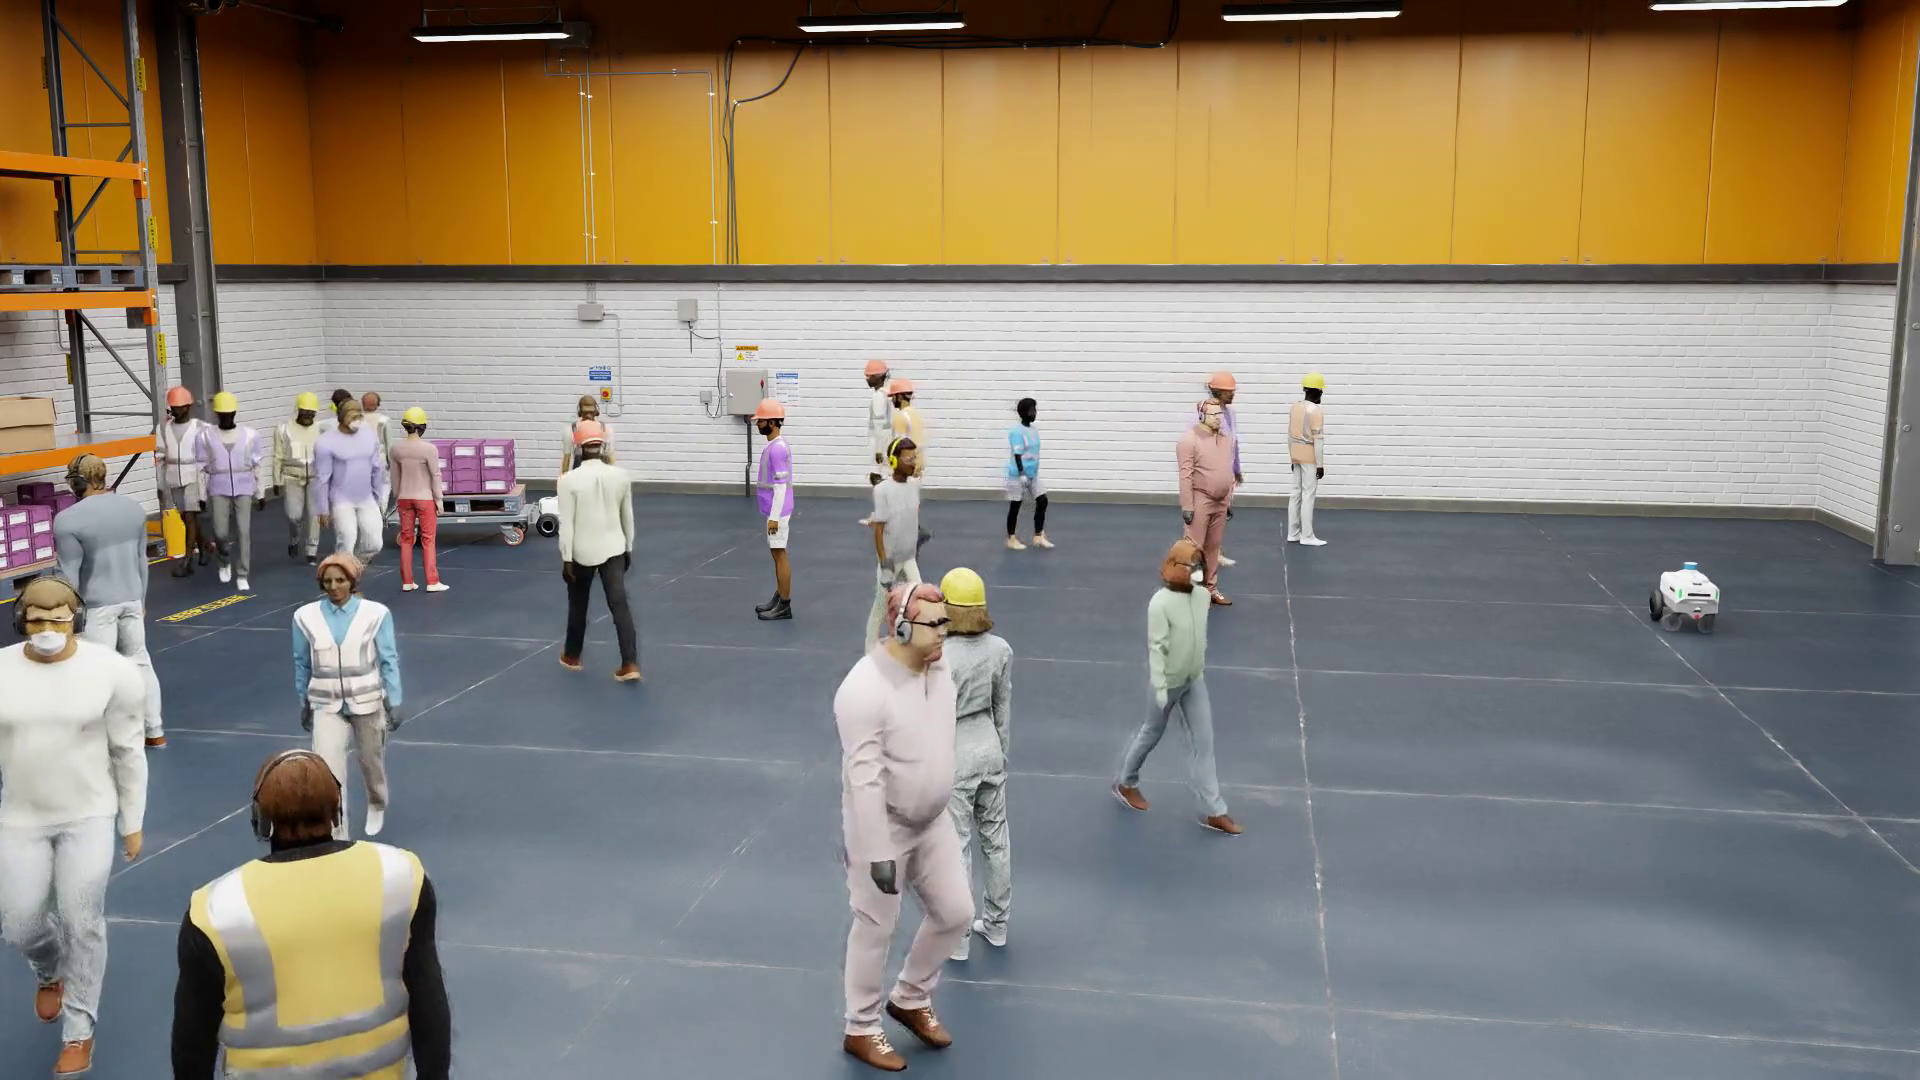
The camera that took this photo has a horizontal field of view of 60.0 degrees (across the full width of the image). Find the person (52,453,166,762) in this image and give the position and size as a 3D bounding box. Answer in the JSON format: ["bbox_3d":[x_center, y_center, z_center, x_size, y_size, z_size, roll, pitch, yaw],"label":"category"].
[{"bbox_3d":[-5.331,0.415,10.380,0.393,1.927,0.642,4,10,23],"label":"person"}]

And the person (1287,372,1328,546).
[{"bbox_3d":[3.881,-0.901,18.513,0.384,1.924,0.593,-3,10,-21],"label":"person"}]

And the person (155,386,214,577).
[{"bbox_3d":[-7.814,-0.619,16.855,0.561,1.909,0.946,0,9,-1],"label":"person"}]

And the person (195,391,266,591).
[{"bbox_3d":[-6.954,-0.471,15.885,0.605,1.912,0.450,-5,10,-27],"label":"person"}]

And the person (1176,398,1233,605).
[{"bbox_3d":[2.241,-0.329,15.027,0.643,1.909,0.410,-8,12,-41],"label":"person"}]

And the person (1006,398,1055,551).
[{"bbox_3d":[0.768,-0.697,18.027,0.647,1.676,0.541,7,11,36],"label":"person"}]

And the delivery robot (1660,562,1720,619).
[{"bbox_3d":[6.220,0.434,14.185,0.477,0.478,0.707,2,9,11],"label":"delivery robot"}]

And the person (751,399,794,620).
[{"bbox_3d":[-1.635,-0.267,14.546,0.357,1.938,0.542,-1,9,-8],"label":"person"}]

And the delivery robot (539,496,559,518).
[{"bbox_3d":[-4.485,-0.377,19.214,0.707,0.478,0.477,-1,9,-4],"label":"delivery robot"}]

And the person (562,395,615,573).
[{"bbox_3d":[-3.738,-0.567,16.793,0.510,1.819,0.440,-4,10,-21],"label":"person"}]

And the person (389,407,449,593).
[{"bbox_3d":[-5.130,-0.376,15.753,0.527,1.768,0.314,2,9,13],"label":"person"}]

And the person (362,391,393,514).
[{"bbox_3d":[-6.977,-0.953,19.780,0.520,1.626,0.362,0,9,0],"label":"person"}]

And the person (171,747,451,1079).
[{"bbox_3d":[-1.756,1.424,4.470,0.658,1.793,0.956,-6,11,-35],"label":"person"}]

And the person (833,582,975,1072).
[{"bbox_3d":[-0.224,1.087,6.313,0.517,1.892,0.638,8,12,39],"label":"person"}]

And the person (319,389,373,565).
[{"bbox_3d":[-6.276,-0.620,17.031,0.606,1.847,0.575,-2,9,-14],"label":"person"}]

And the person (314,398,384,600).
[{"bbox_3d":[-5.463,-0.320,14.921,0.479,1.921,0.654,7,12,38],"label":"person"}]

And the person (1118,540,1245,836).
[{"bbox_3d":[1.188,0.776,9.154,0.510,1.590,0.873,-7,12,-38],"label":"person"}]

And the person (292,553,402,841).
[{"bbox_3d":[-3.179,0.845,8.682,0.526,1.602,0.834,-2,9,-12],"label":"person"}]

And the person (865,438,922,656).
[{"bbox_3d":[-0.391,0.166,12.210,0.953,1.818,0.554,8,12,42],"label":"person"}]

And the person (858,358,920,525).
[{"bbox_3d":[-0.861,-1.143,19.750,0.665,2.025,0.608,1,9,5],"label":"person"}]

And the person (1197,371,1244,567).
[{"bbox_3d":[2.667,-0.725,17.104,0.465,2.028,0.613,6,11,34],"label":"person"}]

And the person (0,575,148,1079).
[{"bbox_3d":[-3.436,1.060,6.371,0.652,1.918,0.561,-3,10,-19],"label":"person"}]

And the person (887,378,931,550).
[{"bbox_3d":[-0.579,-0.765,17.701,0.469,1.914,0.567,4,10,21],"label":"person"}]

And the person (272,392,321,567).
[{"bbox_3d":[-6.784,-0.628,17.204,0.626,1.801,0.467,-5,10,-28],"label":"person"}]

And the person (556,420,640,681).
[{"bbox_3d":[-2.700,0.075,12.429,0.648,1.944,1.038,-7,11,-36],"label":"person"}]

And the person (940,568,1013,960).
[{"bbox_3d":[0.014,0.984,7.383,0.484,1.745,0.298,-7,12,-38],"label":"person"}]
